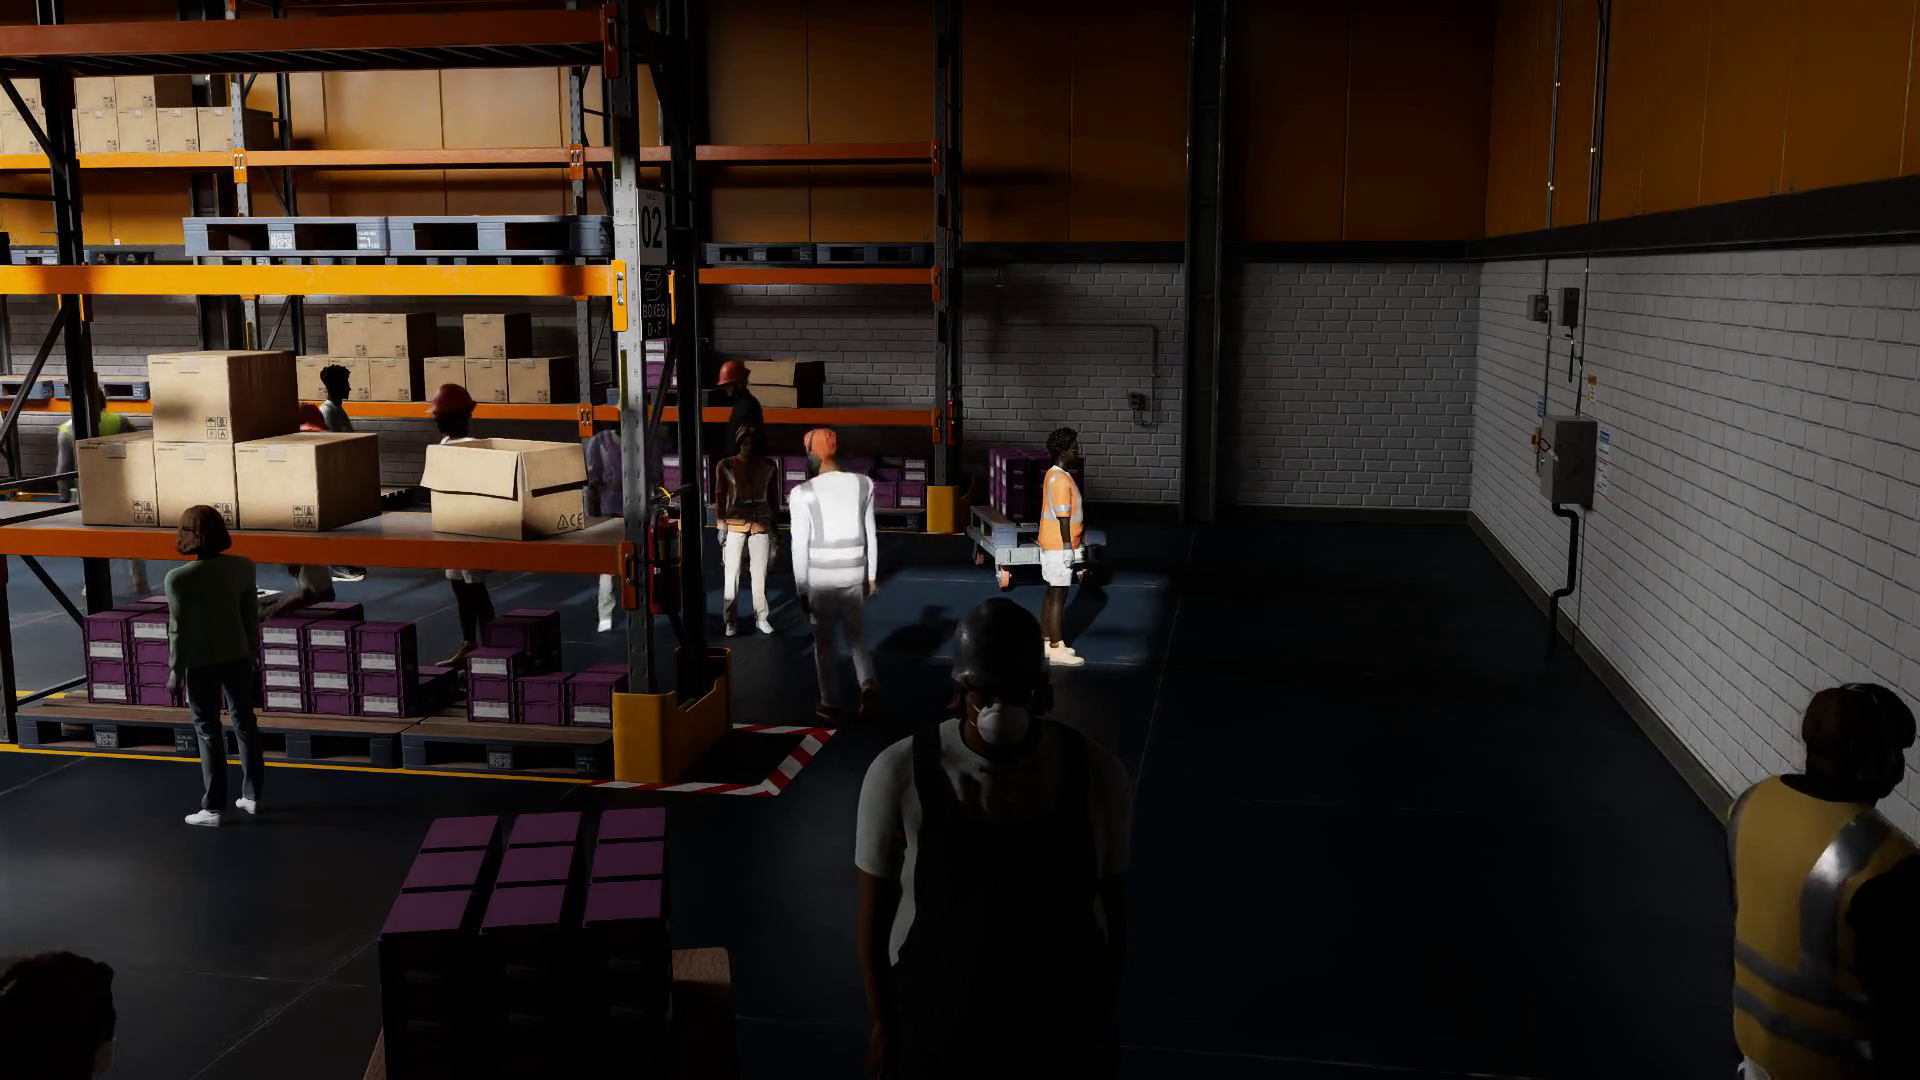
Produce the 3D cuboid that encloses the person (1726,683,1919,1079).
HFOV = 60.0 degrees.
[{"bbox_3d":[2.095,1.247,4.003,0.428,1.838,0.633,-1,9,-6],"label":"person"}]

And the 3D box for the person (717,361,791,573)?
[{"bbox_3d":[-1.944,-0.680,15.543,0.594,1.966,0.816,-4,10,-21],"label":"person"}]

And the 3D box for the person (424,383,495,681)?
[{"bbox_3d":[-3.433,-0.055,11.419,0.390,2.040,0.614,-8,12,-42],"label":"person"}]

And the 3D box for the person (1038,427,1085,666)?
[{"bbox_3d":[0.723,0.044,11.878,0.319,1.696,0.532,-1,9,-6],"label":"person"}]

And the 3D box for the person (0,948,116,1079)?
[{"bbox_3d":[-1.701,1.513,2.996,0.435,1.613,0.511,-3,10,-20],"label":"person"}]

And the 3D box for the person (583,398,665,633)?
[{"bbox_3d":[-2.639,-0.236,13.045,0.674,1.880,0.614,-4,10,-23],"label":"person"}]

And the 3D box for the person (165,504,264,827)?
[{"bbox_3d":[-3.771,0.631,8.420,0.284,1.636,0.497,5,11,30],"label":"person"}]

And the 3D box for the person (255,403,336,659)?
[{"bbox_3d":[-4.570,0.009,11.445,0.830,1.913,0.548,-1,9,-7],"label":"person"}]

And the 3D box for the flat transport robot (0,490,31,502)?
[{"bbox_3d":[-11.614,-0.477,19.518,0.652,0.197,1.431,0,9,-1],"label":"flat transport robot"}]

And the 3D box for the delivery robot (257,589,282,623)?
[{"bbox_3d":[-5.423,0.479,12.420,0.707,0.478,0.477,4,10,22],"label":"delivery robot"}]

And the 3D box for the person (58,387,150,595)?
[{"bbox_3d":[-7.396,-0.416,14.342,0.668,1.827,0.432,-8,12,-39],"label":"person"}]

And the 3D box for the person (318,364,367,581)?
[{"bbox_3d":[-5.643,-0.613,15.119,0.367,1.966,0.605,-2,9,-15],"label":"person"}]

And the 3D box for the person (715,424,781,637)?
[{"bbox_3d":[-1.634,-0.079,12.816,0.513,1.640,0.309,-4,10,-23],"label":"person"}]

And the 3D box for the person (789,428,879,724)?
[{"bbox_3d":[-0.743,0.241,10.149,0.597,1.860,0.683,-4,10,-24],"label":"person"}]
